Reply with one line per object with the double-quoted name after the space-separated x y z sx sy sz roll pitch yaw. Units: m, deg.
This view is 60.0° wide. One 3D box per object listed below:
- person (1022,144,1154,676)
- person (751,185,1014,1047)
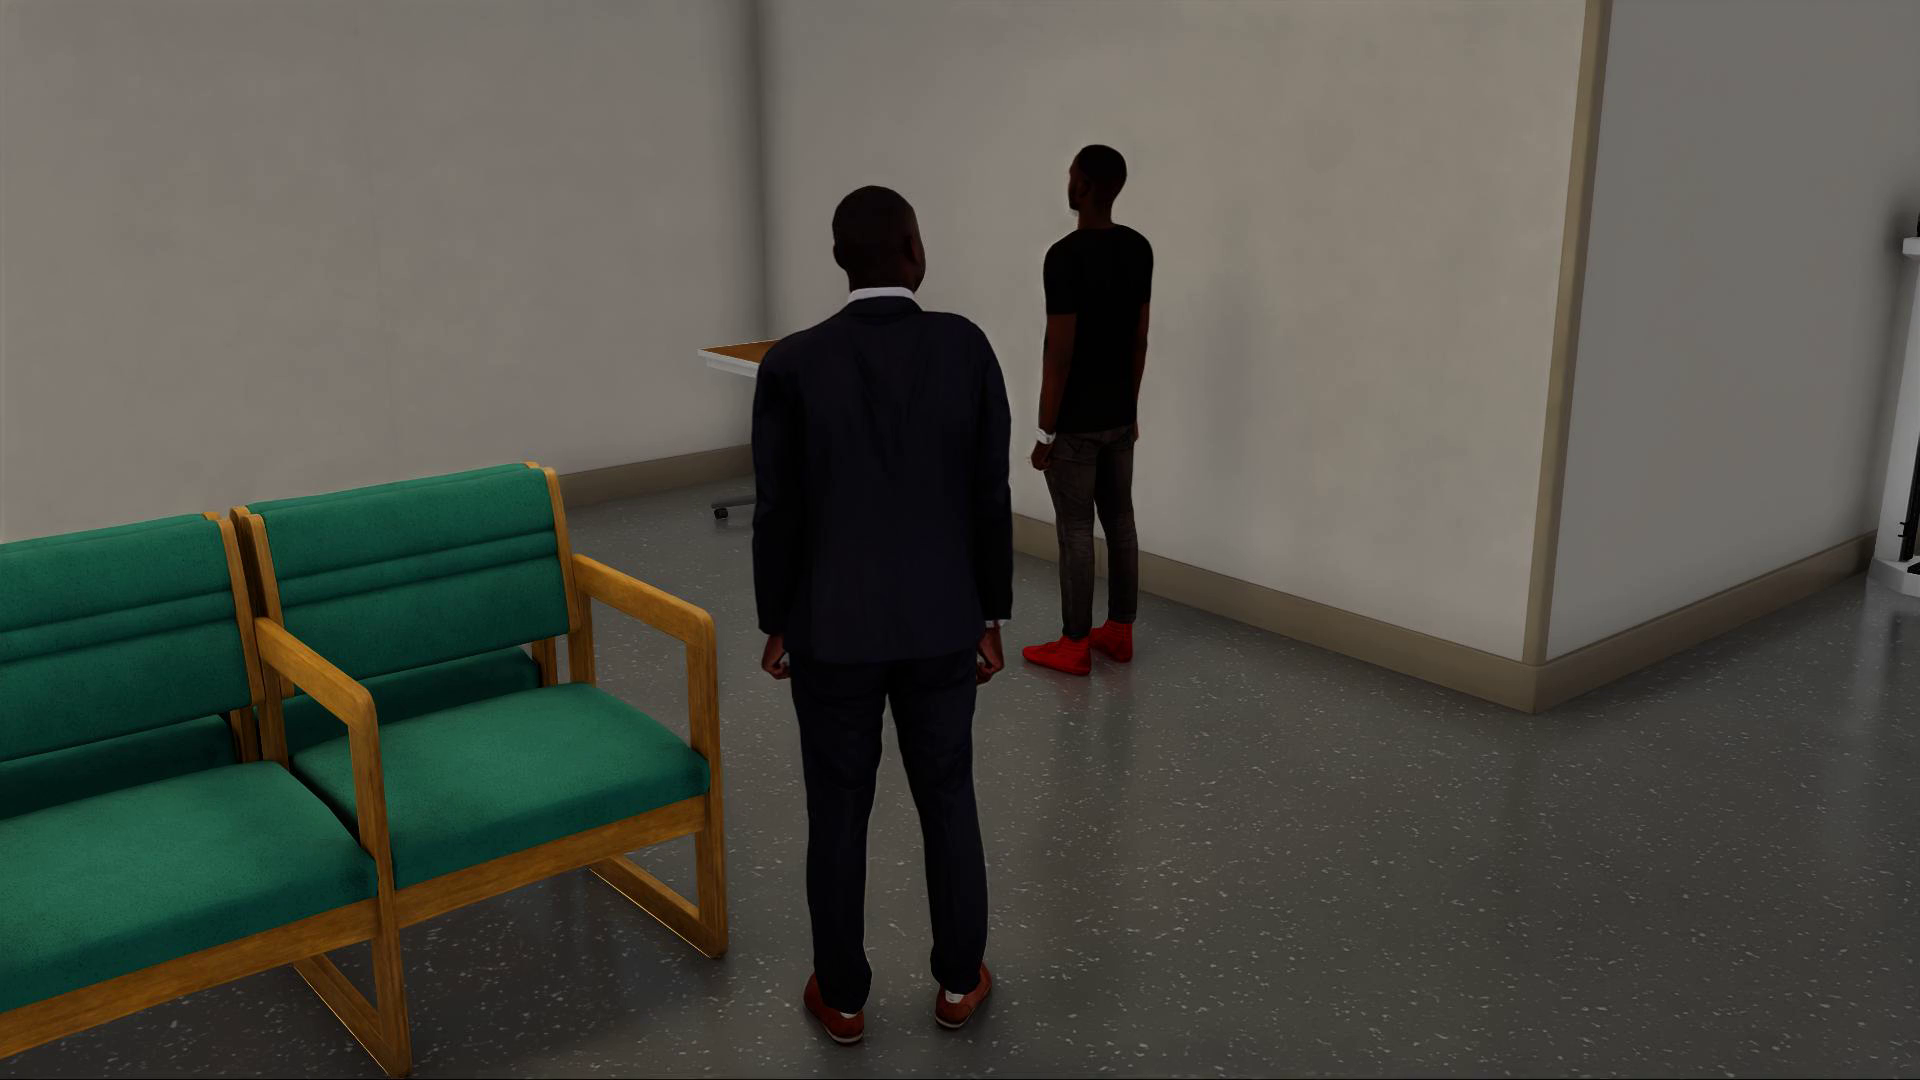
0.456 -0.436 5.713 0.630 1.803 0.514 -13 20 -39 "person"
-0.155 0.182 3.482 0.787 1.823 0.787 -2 16 -8 "person"
